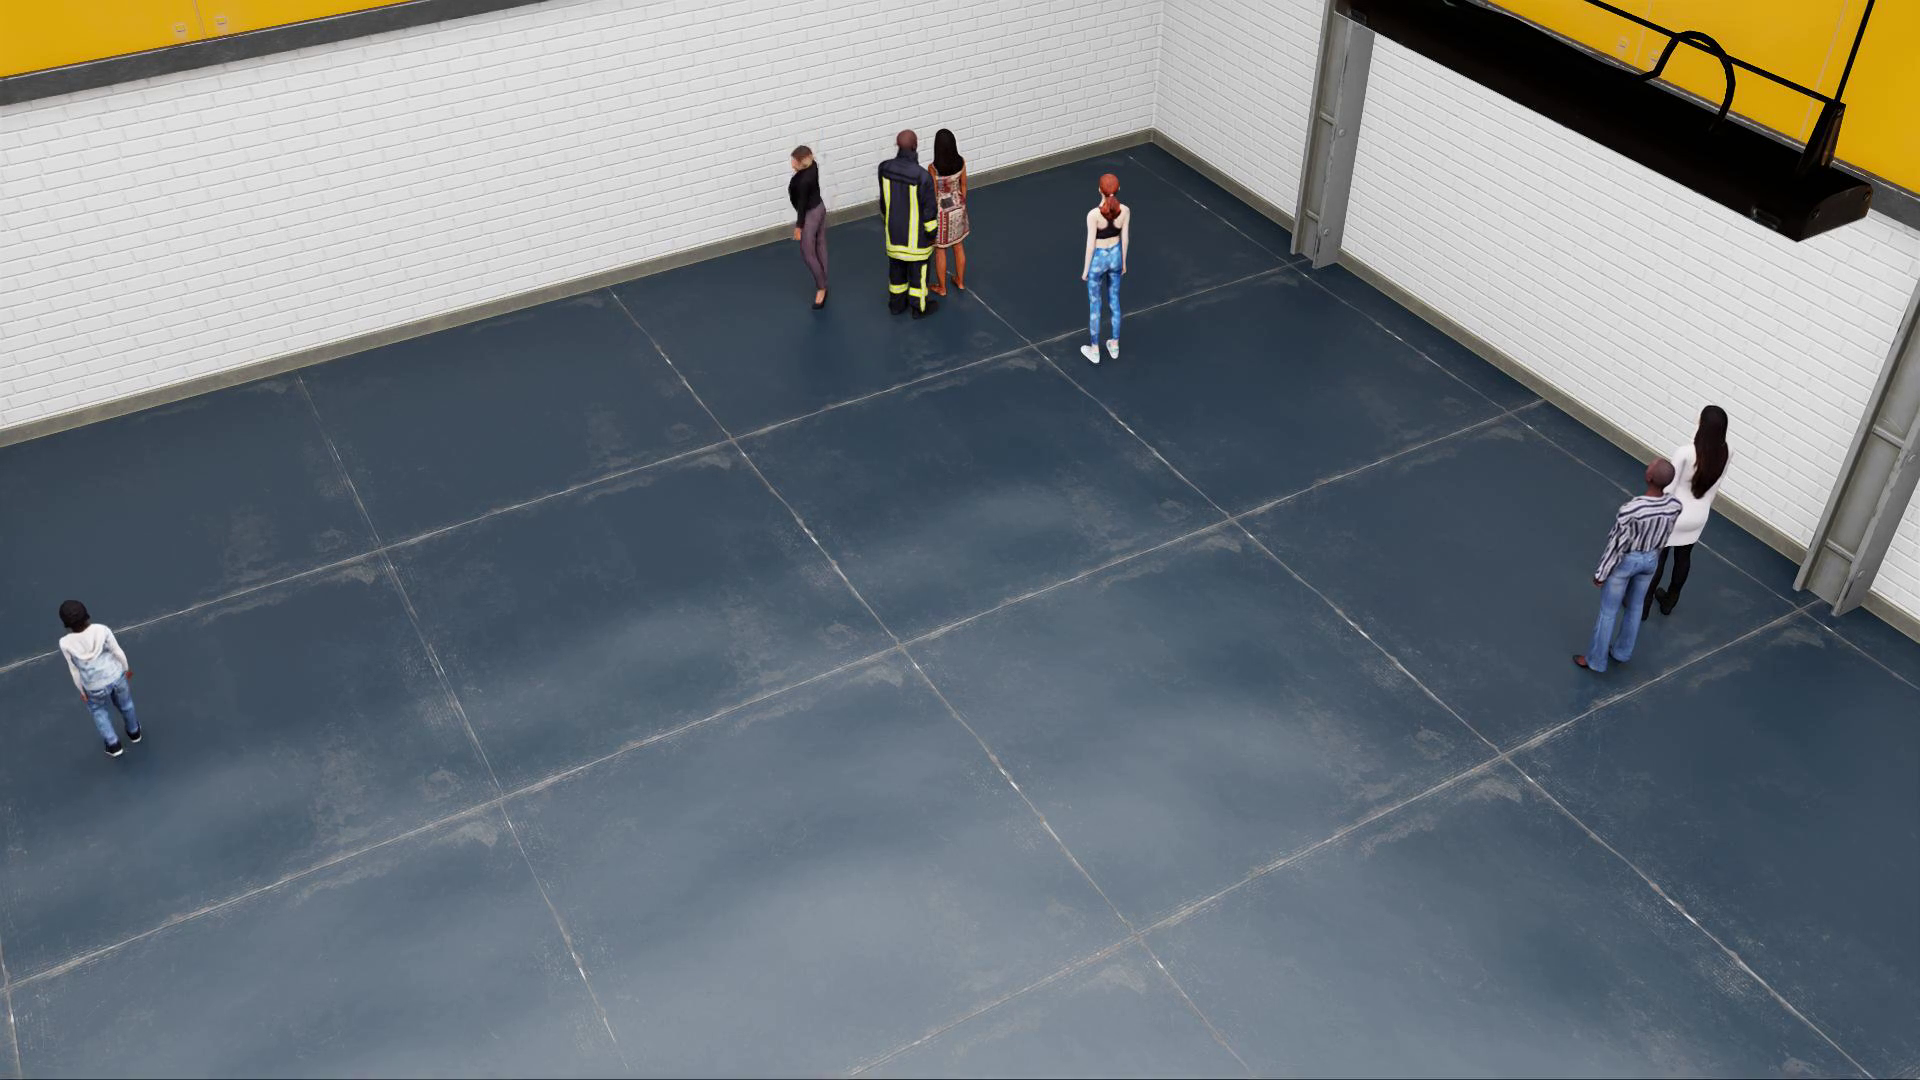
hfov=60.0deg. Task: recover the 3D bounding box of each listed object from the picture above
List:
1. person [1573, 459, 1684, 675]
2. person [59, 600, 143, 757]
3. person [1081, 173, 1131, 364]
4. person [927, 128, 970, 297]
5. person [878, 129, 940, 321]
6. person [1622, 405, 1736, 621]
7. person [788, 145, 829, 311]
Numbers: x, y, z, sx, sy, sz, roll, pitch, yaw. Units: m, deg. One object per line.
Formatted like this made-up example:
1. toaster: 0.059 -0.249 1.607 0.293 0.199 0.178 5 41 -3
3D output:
1. person: 4.587 0.192 11.357 0.661 1.796 0.593 -11 40 -14
2. person: -5.621 0.911 10.890 0.489 1.255 0.579 -20 43 -24
3. person: 1.267 -2.388 14.597 0.607 1.784 0.598 -13 40 -16
4. person: -0.129 -3.073 15.567 0.660 1.645 0.534 -23 44 -26
5. person: -0.469 -2.893 15.200 0.807 1.822 0.921 19 42 22
6. person: 5.133 -0.184 11.818 0.673 1.808 0.641 -7 39 -9
7. person: -1.345 -2.982 15.460 0.798 1.637 0.727 17 42 20
